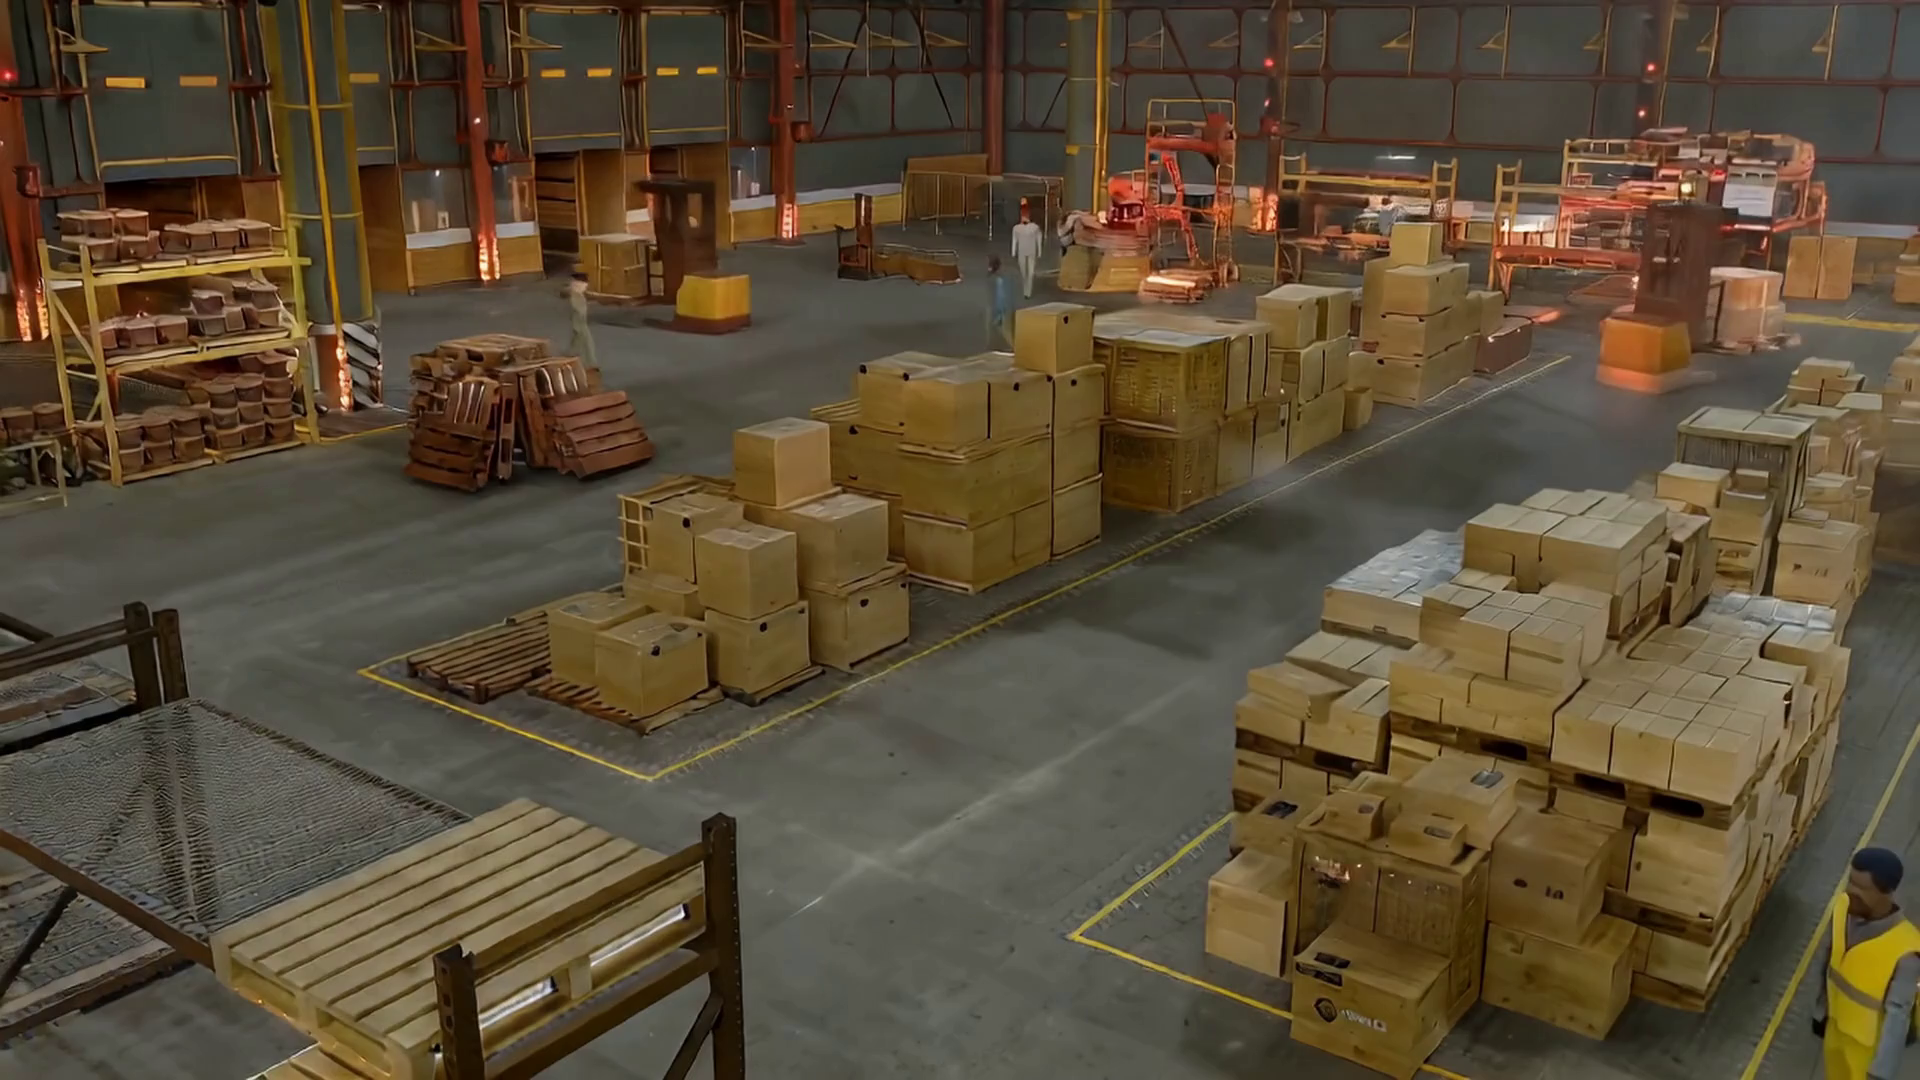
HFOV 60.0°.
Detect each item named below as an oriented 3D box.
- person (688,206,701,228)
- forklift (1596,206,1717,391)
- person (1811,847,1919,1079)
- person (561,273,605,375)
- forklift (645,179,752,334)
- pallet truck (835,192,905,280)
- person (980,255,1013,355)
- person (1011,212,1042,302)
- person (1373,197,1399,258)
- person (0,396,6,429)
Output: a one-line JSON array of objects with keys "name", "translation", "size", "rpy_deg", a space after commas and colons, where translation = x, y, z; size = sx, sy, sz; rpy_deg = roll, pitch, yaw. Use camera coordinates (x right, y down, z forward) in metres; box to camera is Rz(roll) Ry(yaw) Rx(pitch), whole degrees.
[{"name": "person", "translation": [-6.258, -7.197, 39.803], "size": [0.536, 1.593, 0.856], "rpy_deg": [-5, 18, -16]}, {"name": "forklift", "translation": [11.355, -3.937, 26.810], "size": [1.873, 2.768, 1.129], "rpy_deg": [-13, 21, -36]}, {"name": "person", "translation": [4.225, 2.310, 7.787], "size": [0.396, 1.910, 0.589], "rpy_deg": [-1, 17, -4]}, {"name": "person", "translation": [-6.359, -3.571, 27.582], "size": [0.736, 1.722, 0.490], "rpy_deg": [0, 17, 1]}, {"name": "forklift", "translation": [-5.042, -5.468, 31.880], "size": [1.873, 2.768, 1.129], "rpy_deg": [12, 21, 35]}, {"name": "pallet truck", "translation": [-1.936, -7.159, 38.982], "size": [1.885, 1.965, 0.823], "rpy_deg": [-12, 21, -34]}, {"name": "person", "translation": [0.591, -3.935, 28.488], "size": [0.867, 1.888, 0.651], "rpy_deg": [-8, 18, -24]}, {"name": "person", "translation": [1.407, -6.061, 35.547], "size": [0.651, 1.878, 1.032], "rpy_deg": [2, 17, 7]}, {"name": "person", "translation": [9.954, -7.096, 38.976], "size": [0.561, 1.878, 1.021], "rpy_deg": [9, 19, 28]}, {"name": "person", "translation": [-13.814, -2.348, 23.314], "size": [0.586, 1.845, 0.919], "rpy_deg": [0, 17, -1]}]
